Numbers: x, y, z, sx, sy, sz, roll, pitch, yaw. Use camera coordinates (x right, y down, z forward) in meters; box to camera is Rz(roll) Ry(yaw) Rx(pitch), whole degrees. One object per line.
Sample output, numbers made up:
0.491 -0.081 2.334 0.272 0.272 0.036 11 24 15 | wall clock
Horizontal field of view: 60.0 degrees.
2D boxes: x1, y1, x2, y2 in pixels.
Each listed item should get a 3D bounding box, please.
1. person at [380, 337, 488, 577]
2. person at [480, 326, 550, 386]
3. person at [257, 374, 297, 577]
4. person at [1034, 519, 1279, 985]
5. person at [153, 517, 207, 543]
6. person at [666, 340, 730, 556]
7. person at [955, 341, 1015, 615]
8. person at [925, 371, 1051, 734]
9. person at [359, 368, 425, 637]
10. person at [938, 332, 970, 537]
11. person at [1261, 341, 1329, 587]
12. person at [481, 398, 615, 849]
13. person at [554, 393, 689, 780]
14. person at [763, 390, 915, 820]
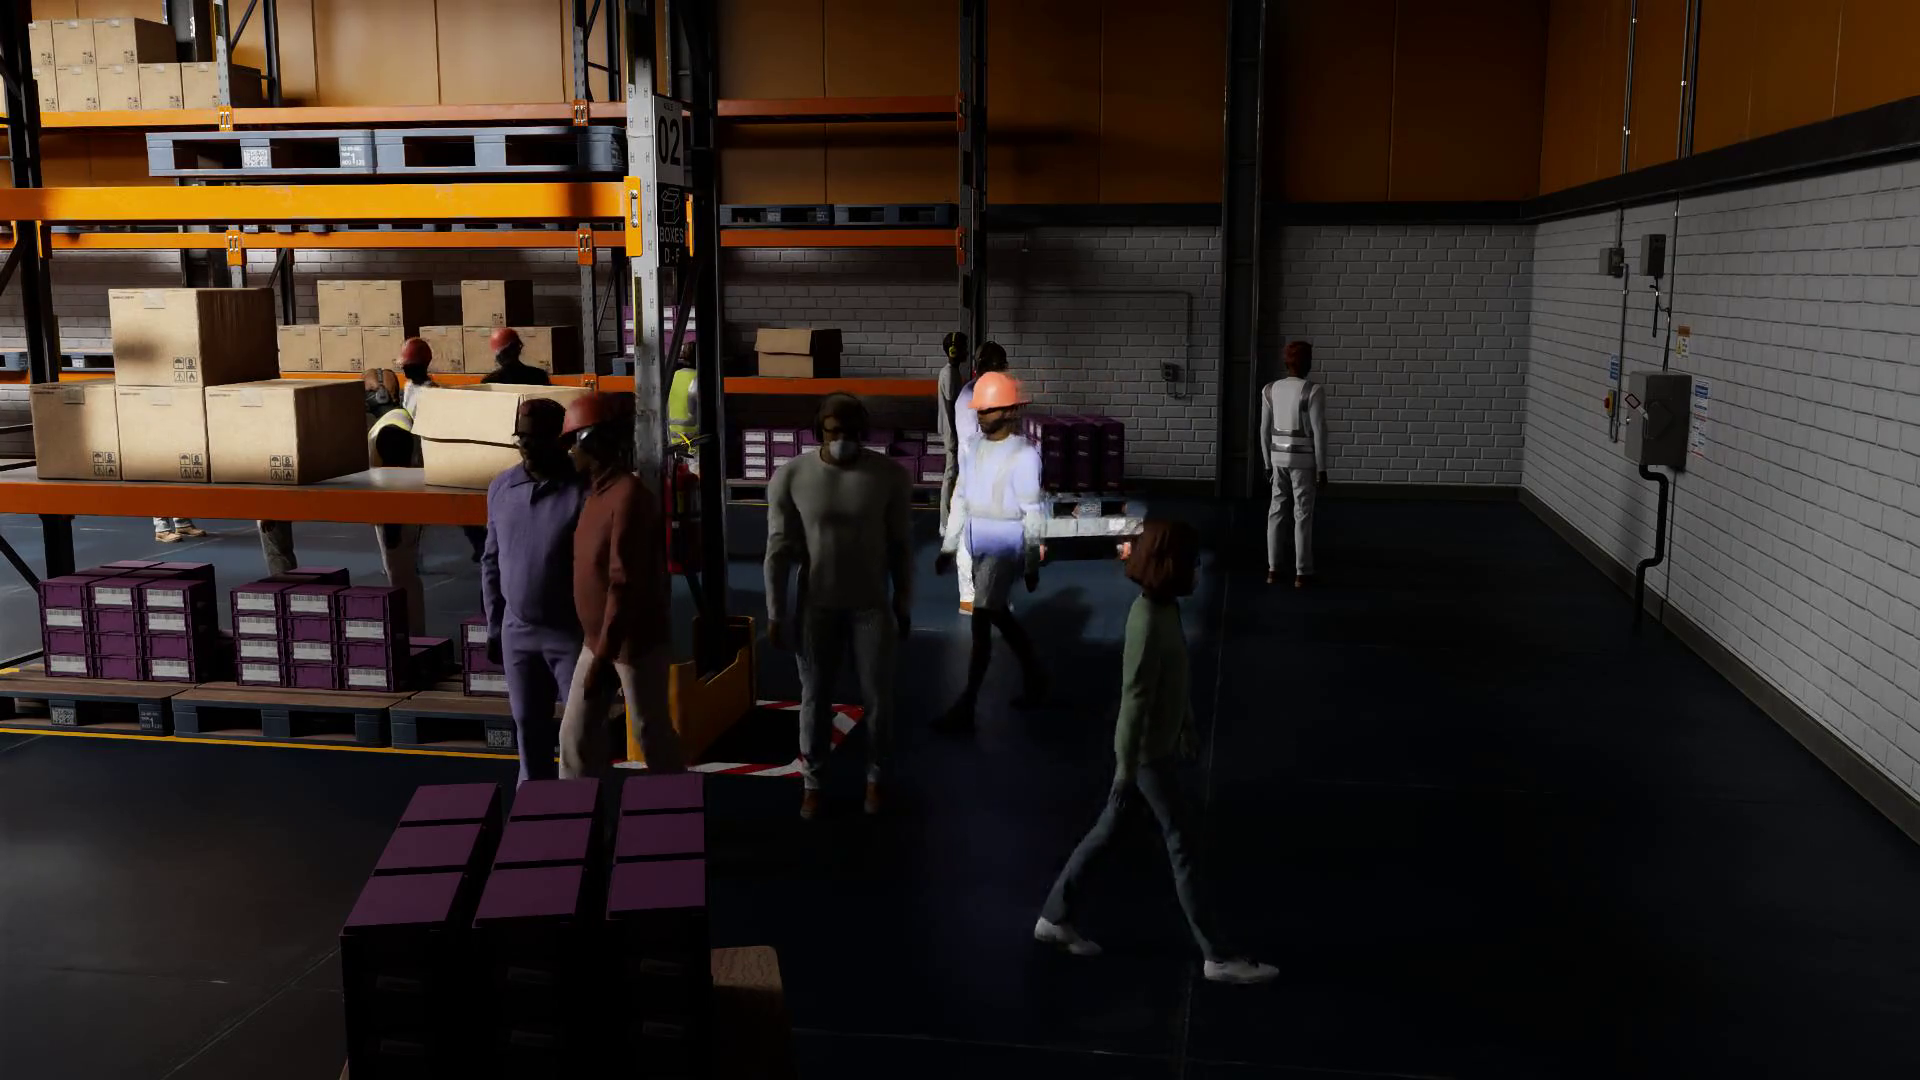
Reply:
-4.200 -0.669 13.281 0.863 1.905 0.562 -6 11 -34 | person
-3.603 -0.768 13.672 0.621 1.970 0.665 -6 11 -32 | person
-4.542 -0.261 10.943 0.404 1.831 0.600 -3 10 -18 | person
0.643 0.709 5.681 0.854 1.589 0.530 2 9 11 | person
-7.076 -0.909 14.942 0.429 1.844 0.623 2 9 14 | person
-2.218 -0.761 14.025 0.626 1.843 0.430 8 12 42 | person
0.174 -0.430 11.694 0.357 1.933 0.626 4 10 25 | person
0.187 0.040 8.912 0.954 1.899 0.554 -6 11 -35 | person
-3.483 -0.136 10.193 0.430 1.835 0.622 -4 10 -22 | person
-0.043 -0.954 15.145 0.315 1.865 0.533 0 9 -1 | person
2.576 -0.581 12.780 0.354 1.883 0.573 -9 13 -44 | person
-1.677 0.367 6.831 0.652 1.904 0.402 3 10 16 | person
-1.416 0.416 6.432 0.874 1.929 0.597 -7 12 -37 | person
-0.525 0.294 7.266 0.659 1.916 0.450 -1 9 -4 | person
